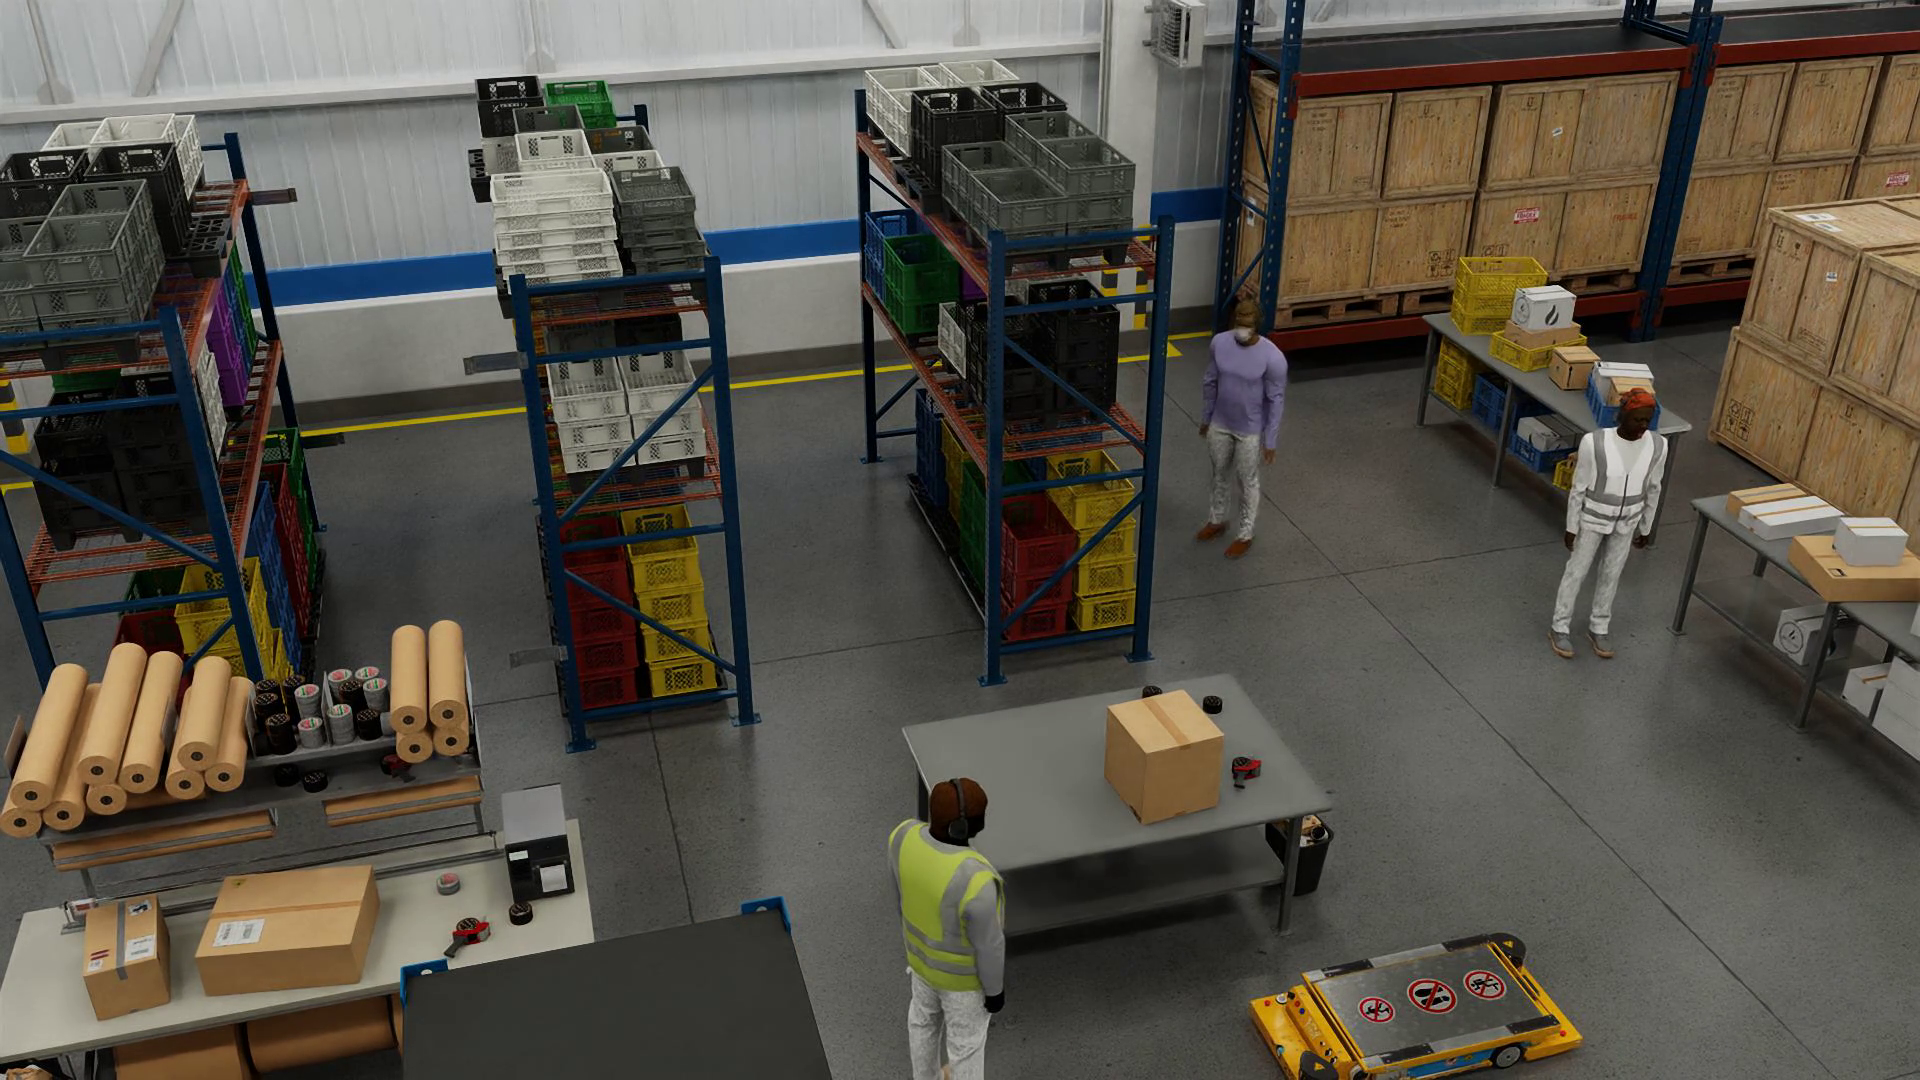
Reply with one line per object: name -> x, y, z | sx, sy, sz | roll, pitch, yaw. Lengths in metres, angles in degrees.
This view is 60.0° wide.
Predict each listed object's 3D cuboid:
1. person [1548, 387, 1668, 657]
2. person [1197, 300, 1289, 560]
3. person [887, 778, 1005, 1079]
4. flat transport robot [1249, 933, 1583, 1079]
person -> 4.167, -0.107, 10.680 | 0.576, 1.877, 0.350 | -1, 29, -2
person -> 2.006, -0.801, 11.879 | 0.661, 1.938, 0.473 | 24, 37, 37
person -> -0.022, 1.810, 7.226 | 0.430, 1.840, 0.619 | -23, 36, -35
flat transport robot -> 2.184, 2.282, 7.980 | 1.431, 0.197, 0.652 | -8, 30, -14
